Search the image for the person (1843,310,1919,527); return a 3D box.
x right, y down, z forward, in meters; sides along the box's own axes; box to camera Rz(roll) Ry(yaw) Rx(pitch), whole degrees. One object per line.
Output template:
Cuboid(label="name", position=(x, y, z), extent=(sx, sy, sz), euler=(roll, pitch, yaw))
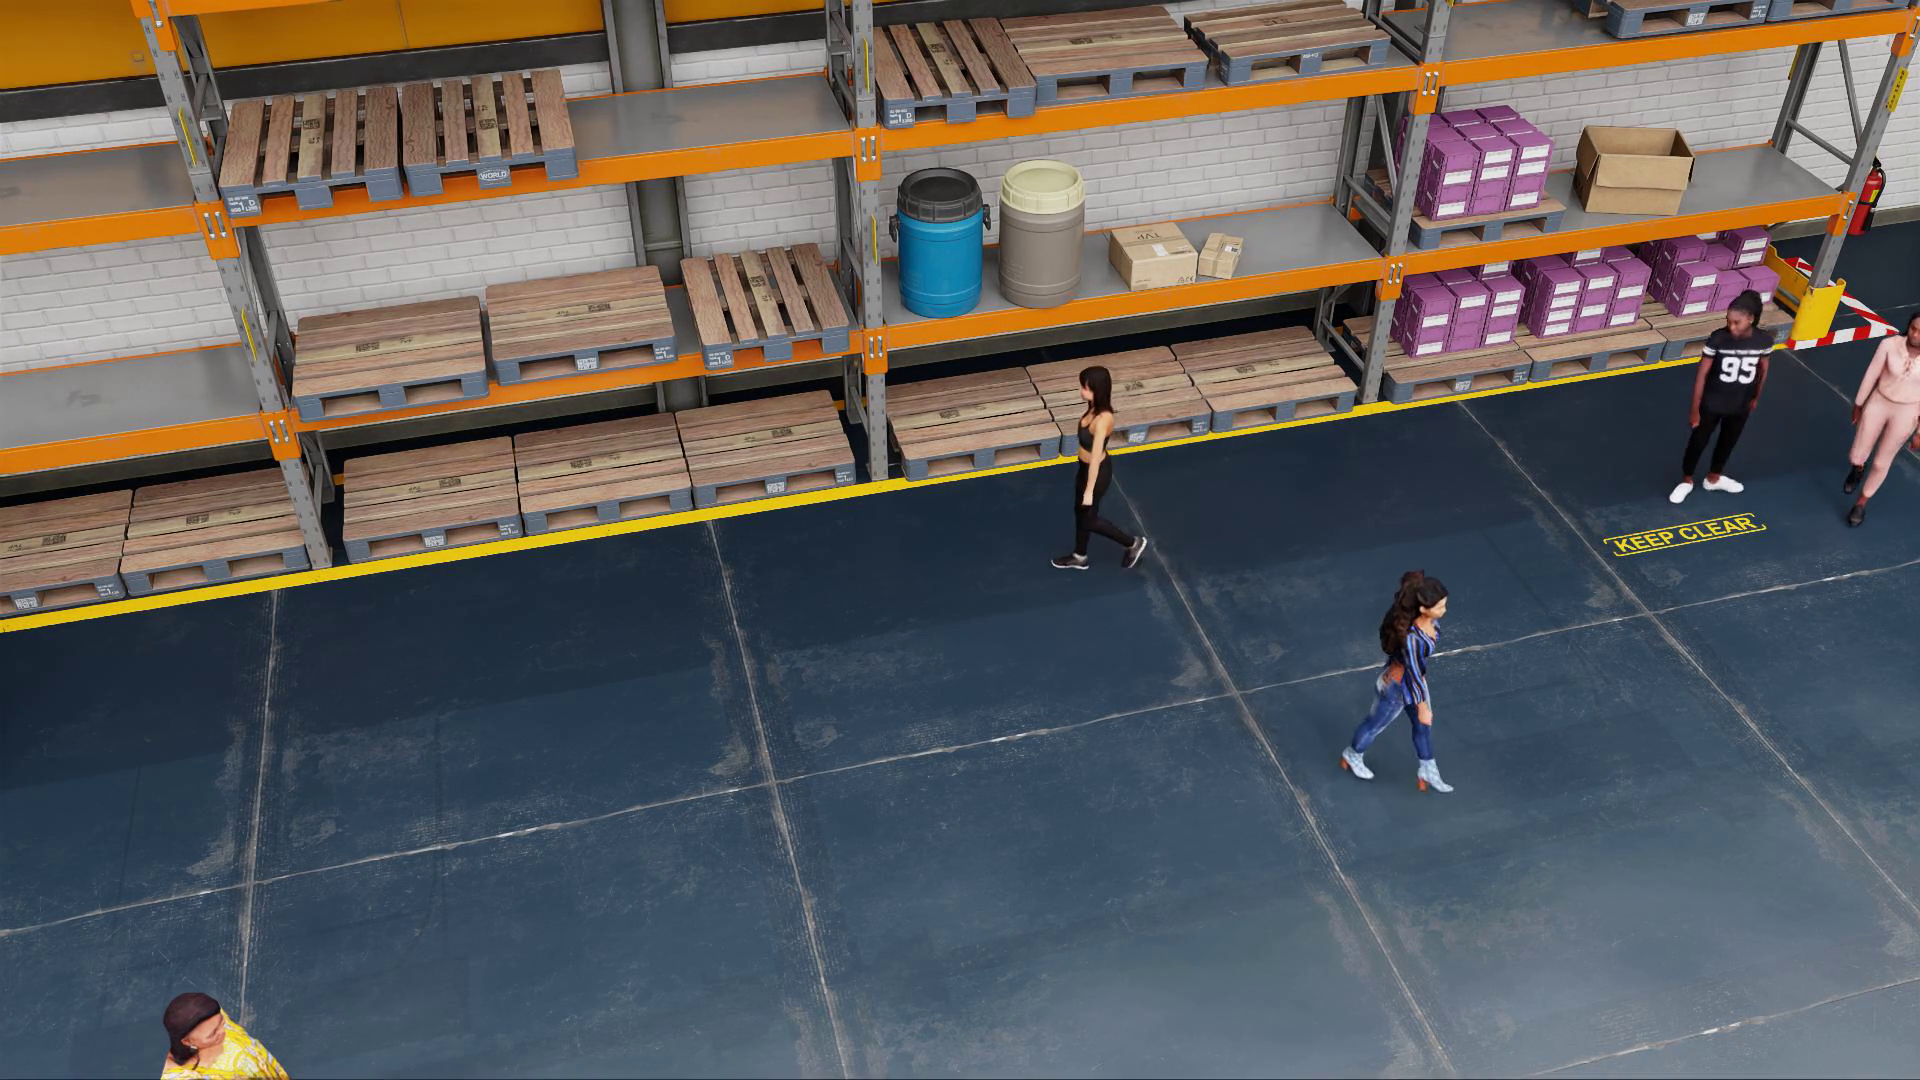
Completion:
Cuboid(label="person", position=(6.518, -0.900, 11.634), extent=(0.843, 1.709, 0.904), euler=(21, 43, 24))

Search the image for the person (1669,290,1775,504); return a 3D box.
Cuboid(label="person", position=(5.429, -0.998, 11.743), extent=(0.639, 1.726, 0.922), euler=(-6, 39, -7))

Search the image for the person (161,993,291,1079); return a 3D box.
Cuboid(label="person", position=(-3.227, 2.544, 7.369), extent=(0.801, 1.651, 0.764), euler=(-3, 39, -3))

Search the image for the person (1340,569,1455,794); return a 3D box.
Cuboid(label="person", position=(2.457, 0.824, 9.569), extent=(1.004, 1.592, 0.944), euler=(20, 43, 23))

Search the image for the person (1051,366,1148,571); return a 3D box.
Cuboid(label="person", position=(0.962, -0.431, 11.109), extent=(0.920, 1.632, 0.688), euler=(-1, 39, -1))
